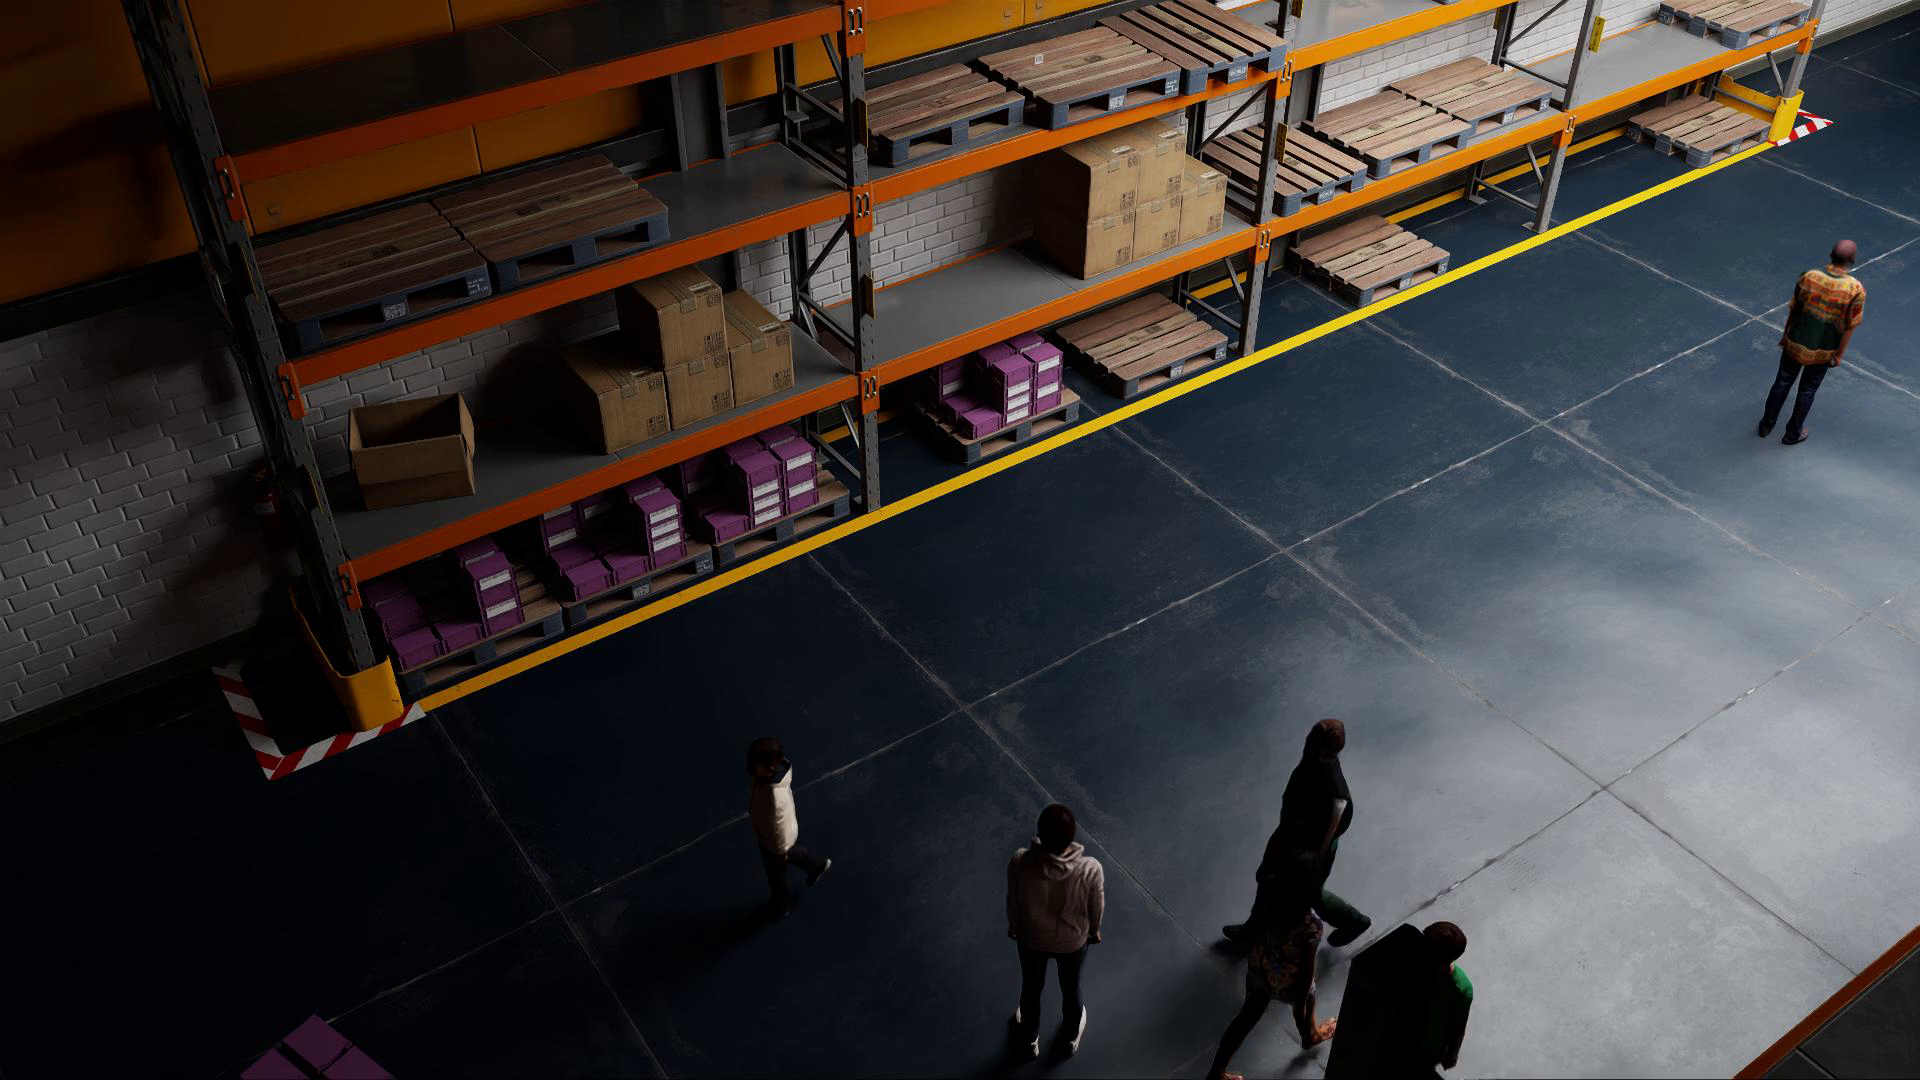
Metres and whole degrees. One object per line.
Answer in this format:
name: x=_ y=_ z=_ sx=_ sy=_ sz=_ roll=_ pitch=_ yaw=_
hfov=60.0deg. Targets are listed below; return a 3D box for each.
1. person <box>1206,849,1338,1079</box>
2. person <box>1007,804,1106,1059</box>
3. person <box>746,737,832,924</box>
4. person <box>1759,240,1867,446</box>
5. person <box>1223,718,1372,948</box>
person: x=1.591 y=2.286 z=8.659 sx=1.135 sy=1.688 sz=0.641 roll=-20 pitch=43 yaw=-23
person: x=0.486 y=2.082 z=8.781 sx=0.712 sy=1.853 sz=0.814 roll=0 pitch=39 yaw=0
person: x=-1.015 y=1.645 z=9.657 sx=0.854 sy=1.443 sz=0.719 roll=-12 pitch=40 yaw=-14
person: x=6.873 y=-1.594 z=13.423 sx=0.772 sy=1.806 sz=0.754 roll=27 pitch=46 yaw=30
person: x=2.019 y=1.689 z=9.298 sx=1.157 sy=1.823 sz=0.937 roll=-5 pitch=39 yaw=-6
